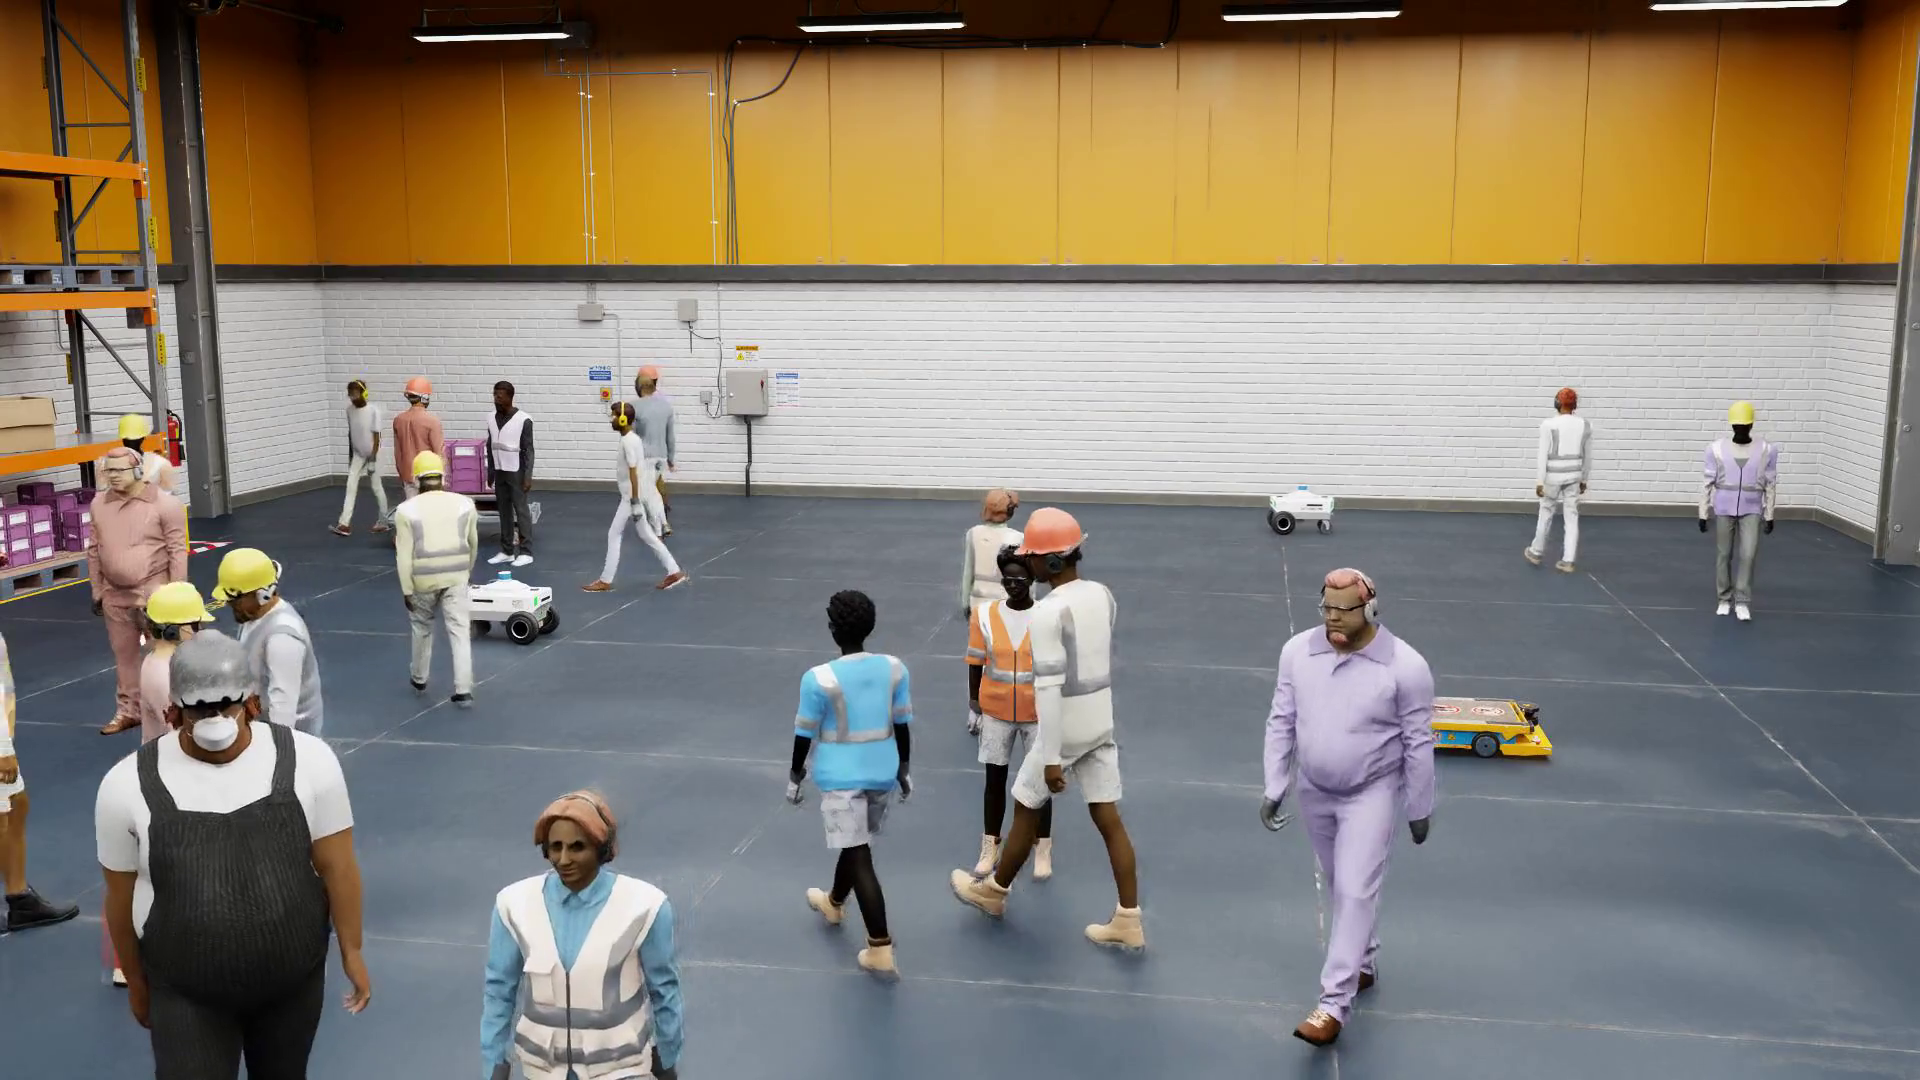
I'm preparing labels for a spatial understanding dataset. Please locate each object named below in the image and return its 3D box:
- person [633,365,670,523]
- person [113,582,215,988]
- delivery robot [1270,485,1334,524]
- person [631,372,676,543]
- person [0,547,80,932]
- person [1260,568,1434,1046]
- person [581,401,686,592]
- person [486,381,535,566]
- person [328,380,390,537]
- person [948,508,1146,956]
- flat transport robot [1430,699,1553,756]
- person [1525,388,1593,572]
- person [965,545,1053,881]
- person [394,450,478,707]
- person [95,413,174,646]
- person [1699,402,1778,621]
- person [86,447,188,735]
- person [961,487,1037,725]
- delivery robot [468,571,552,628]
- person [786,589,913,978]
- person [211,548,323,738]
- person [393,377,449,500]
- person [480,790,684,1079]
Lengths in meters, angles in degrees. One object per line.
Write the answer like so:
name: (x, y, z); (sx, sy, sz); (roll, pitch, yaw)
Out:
person: (-3.721, -1.148, 20.054); (0.419, 1.920, 0.586); (-1, 9, -9)
person: (-3.245, 1.032, 7.121); (0.887, 1.722, 0.539); (-4, 10, -25)
delivery robot: (3.981, -0.399, 19.353); (0.707, 0.478, 0.477); (1, 9, 4)
person: (-3.491, -0.907, 18.565); (0.454, 1.922, 0.622); (6, 11, 35)
person: (-4.495, 0.893, 7.477); (0.765, 1.902, 0.576); (-7, 11, -37)
person: (1.505, 1.041, 6.664); (0.639, 1.862, 0.950); (8, 12, 42)
person: (-3.086, -0.409, 15.782); (0.967, 1.832, 0.539); (-1, 9, -3)
person: (-4.661, -0.696, 17.268); (0.596, 1.916, 0.373); (5, 11, 29)
person: (-6.893, -0.932, 19.081); (0.579, 1.800, 0.977); (3, 10, 17)
person: (0.423, 0.836, 7.528); (1.052, 1.982, 0.637); (8, 12, 41)
flat transport robot: (3.023, 1.179, 10.728); (1.431, 0.197, 0.652); (2, 9, 10)
person: (6.149, -0.631, 17.057); (0.603, 1.848, 0.808); (-1, 9, -4)
person: (0.291, 0.860, 8.297); (0.541, 1.695, 0.315); (2, 9, 9)
person: (-3.674, 0.265, 11.723); (0.595, 1.790, 0.918); (-5, 11, -30)
person: (-6.752, -0.109, 13.691); (0.602, 1.898, 0.731); (-1, 9, -5)
person: (6.770, -0.242, 14.502); (0.612, 1.900, 0.738); (4, 10, 24)
person: (-5.395, 0.339, 10.882); (0.651, 1.906, 0.403); (1, 9, 5)
person: (0.293, 0.461, 11.020); (0.517, 1.614, 0.718); (9, 13, 43)
delivery robot: (-3.756, 0.504, 13.747); (0.707, 0.478, 0.477); (2, 9, 10)
person: (-0.499, 1.034, 7.348); (0.551, 1.644, 0.861); (-7, 11, -36)
person: (-3.202, 0.899, 7.734); (0.446, 1.799, 0.642); (-6, 11, -33)
person: (-5.368, -0.633, 16.637); (0.612, 1.996, 0.376); (4, 10, 23)
person: (-1.055, 1.493, 4.587); (0.534, 1.622, 0.481); (1, 9, 8)
